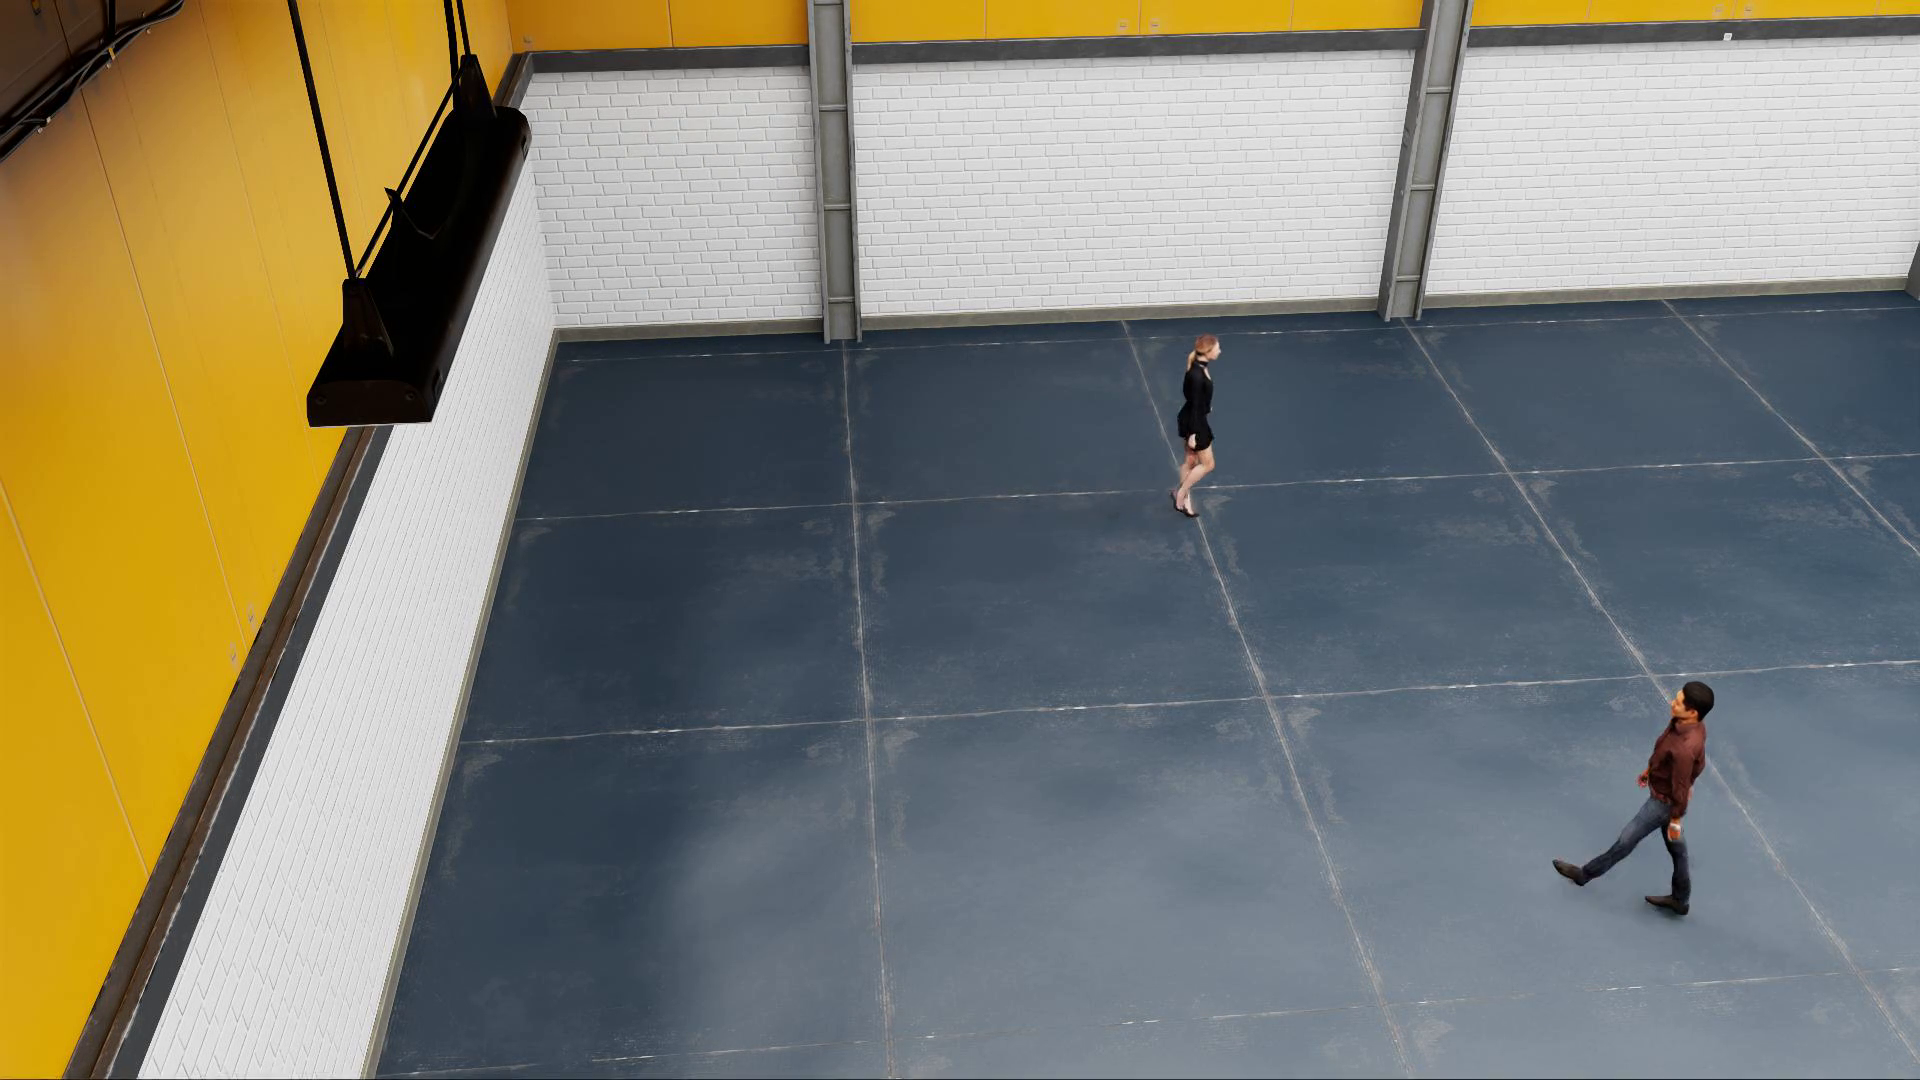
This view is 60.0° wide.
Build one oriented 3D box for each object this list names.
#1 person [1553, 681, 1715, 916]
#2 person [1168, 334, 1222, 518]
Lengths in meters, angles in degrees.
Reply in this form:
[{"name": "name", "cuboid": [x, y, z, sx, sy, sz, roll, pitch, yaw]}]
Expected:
[{"name": "person", "cuboid": [4.460, 1.636, 10.268, 1.202, 1.738, 1.027, 15, 37, 21]}, {"name": "person", "cuboid": [1.920, -0.952, 14.144, 0.640, 1.757, 0.642, 3, 34, 5]}]
